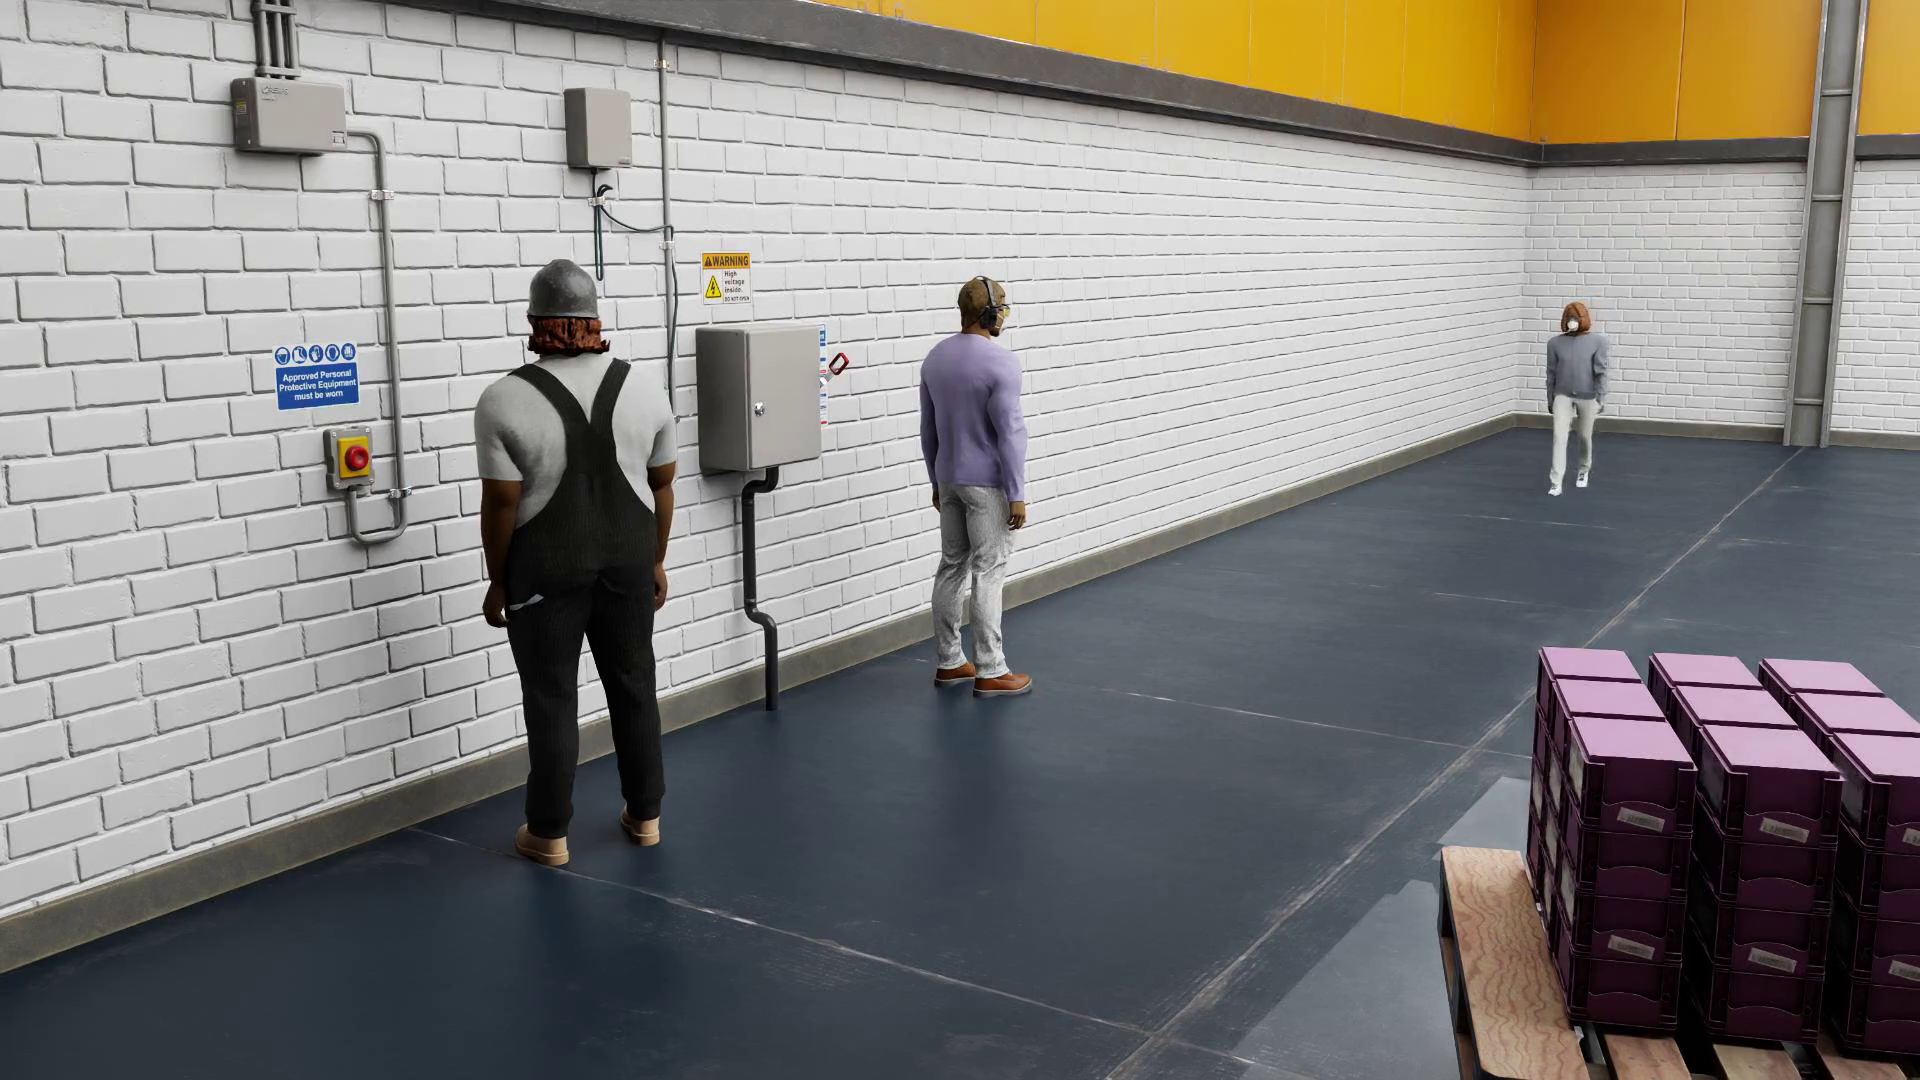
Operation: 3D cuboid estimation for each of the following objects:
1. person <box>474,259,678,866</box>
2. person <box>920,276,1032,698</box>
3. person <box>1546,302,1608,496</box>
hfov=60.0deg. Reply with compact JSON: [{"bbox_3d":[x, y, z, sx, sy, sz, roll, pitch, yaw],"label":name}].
[{"bbox_3d":[-1.324,0.072,5.671,0.673,2.000,0.535,-6,12,-30],"label":"person"},{"bbox_3d":[0.078,-0.244,7.702,0.355,1.938,0.637,-9,13,-40],"label":"person"},{"bbox_3d":[5.159,-1.198,13.934,0.506,1.599,0.821,5,12,28],"label":"person"}]
